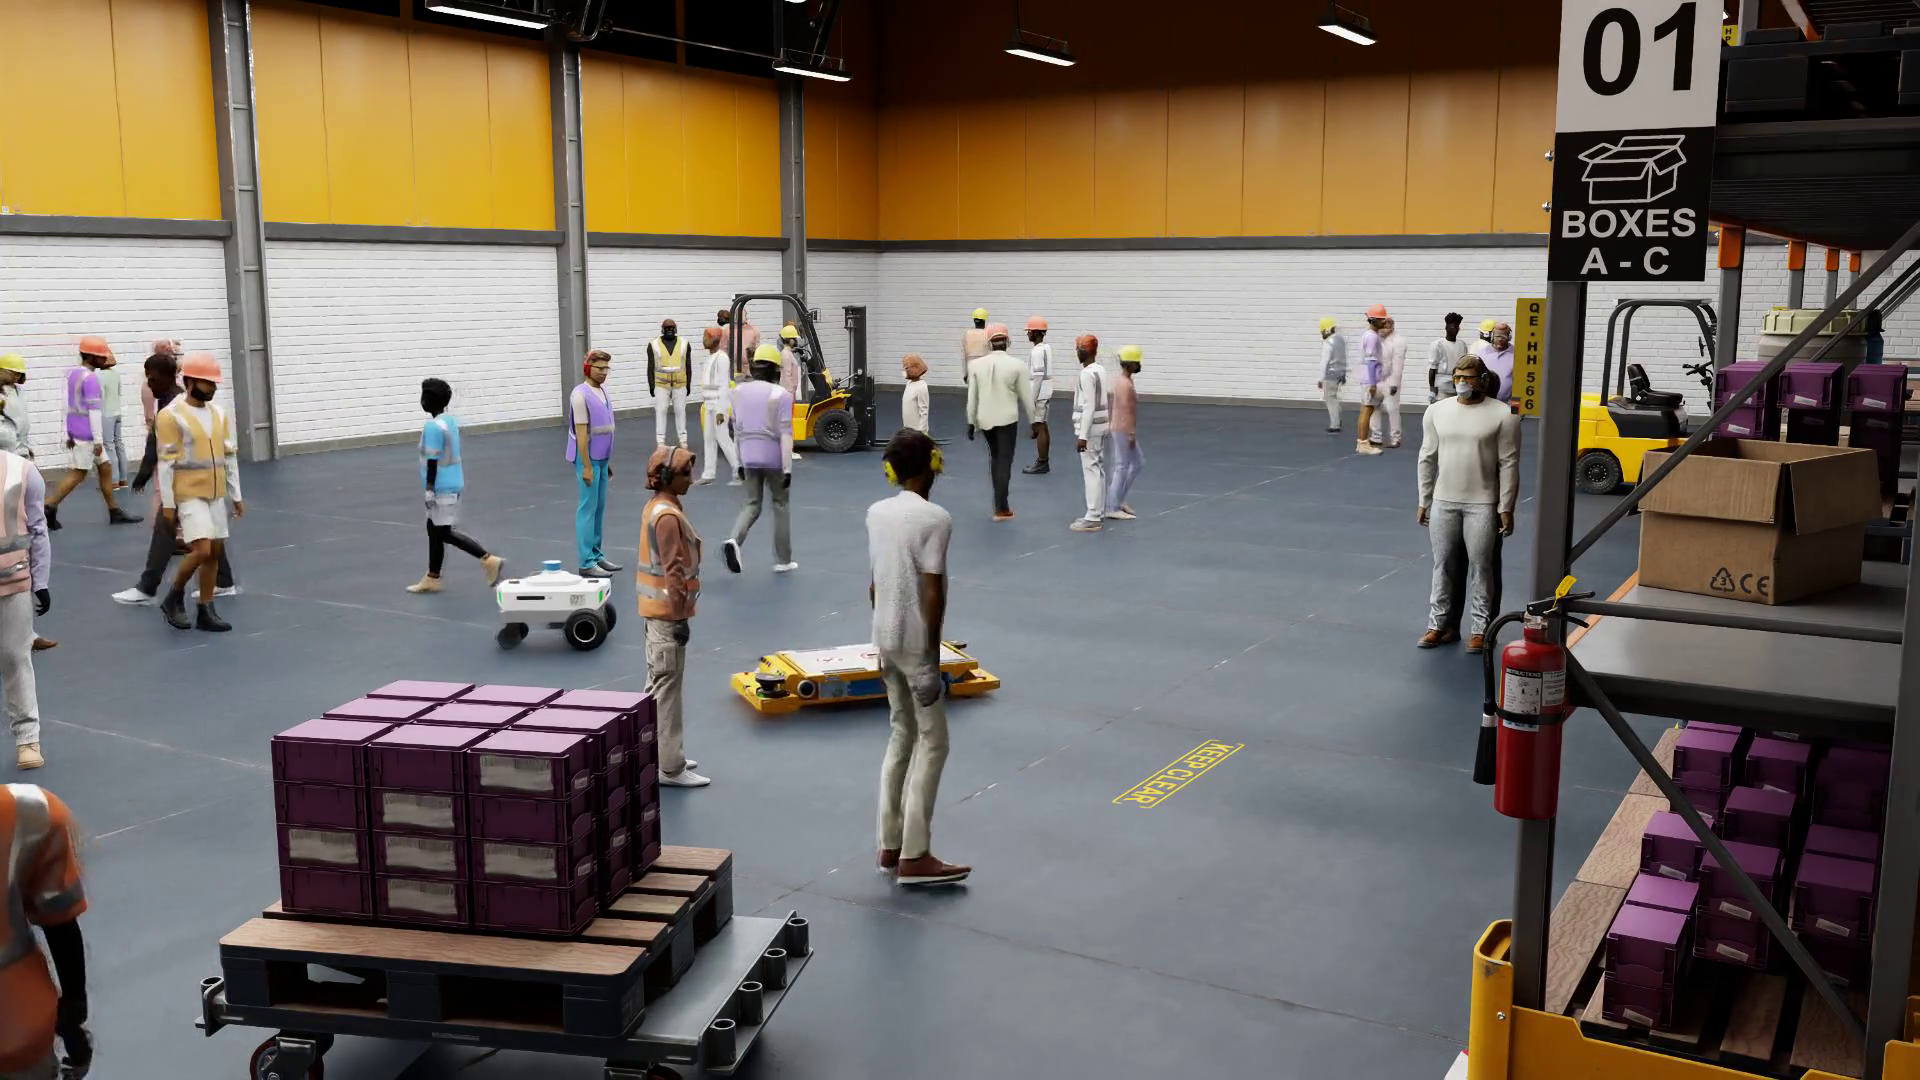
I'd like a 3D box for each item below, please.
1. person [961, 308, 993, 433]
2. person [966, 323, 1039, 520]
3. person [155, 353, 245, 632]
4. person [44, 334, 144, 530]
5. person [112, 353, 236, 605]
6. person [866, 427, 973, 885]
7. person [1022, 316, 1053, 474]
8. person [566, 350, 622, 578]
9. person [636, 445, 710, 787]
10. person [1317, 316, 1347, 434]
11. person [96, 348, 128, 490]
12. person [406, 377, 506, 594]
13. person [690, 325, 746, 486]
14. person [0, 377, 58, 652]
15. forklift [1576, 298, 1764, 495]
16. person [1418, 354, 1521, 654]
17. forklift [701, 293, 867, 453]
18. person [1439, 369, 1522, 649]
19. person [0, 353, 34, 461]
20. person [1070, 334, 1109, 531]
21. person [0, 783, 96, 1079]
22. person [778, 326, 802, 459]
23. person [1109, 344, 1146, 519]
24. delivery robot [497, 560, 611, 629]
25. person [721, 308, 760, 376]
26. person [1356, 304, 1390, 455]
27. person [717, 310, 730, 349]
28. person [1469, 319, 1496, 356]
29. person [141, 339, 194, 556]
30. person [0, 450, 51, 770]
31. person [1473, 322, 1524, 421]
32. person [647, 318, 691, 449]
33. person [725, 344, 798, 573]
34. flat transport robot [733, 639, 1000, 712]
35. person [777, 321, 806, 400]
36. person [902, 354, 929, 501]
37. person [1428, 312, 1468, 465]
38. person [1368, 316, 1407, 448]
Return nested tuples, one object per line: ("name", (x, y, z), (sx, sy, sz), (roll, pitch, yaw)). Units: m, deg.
("person", (0.298, -2.595, 25.569), (0.585, 1.927, 0.366), (4, 10, 24))
("person", (0.446, -1.193, 16.723), (0.686, 1.953, 0.721), (5, 10, 26))
("person", (-5.160, -0.310, 11.342), (0.410, 1.915, 0.547), (4, 10, 22))
("person", (-8.467, -1.030, 15.982), (0.944, 1.888, 0.593), (-7, 12, -38))
("person", (-5.901, -0.446, 12.348), (0.960, 1.860, 0.617), (-6, 11, -32))
("person", (-0.193, 0.463, 6.797), (0.461, 1.829, 0.619), (-7, 12, -39))
("person", (0.948, -1.777, 20.432), (0.359, 1.939, 0.543), (2, 9, 14))
("person", (-2.994, -0.624, 13.545), (0.391, 1.838, 0.563), (1, 9, 6))
("person", (-1.397, 0.363, 8.009), (0.312, 1.638, 0.512), (-3, 10, -18))
("person", (5.667, -2.507, 25.389), (0.440, 1.805, 0.625), (7, 11, 36))
("person", (-9.692, -1.382, 18.906), (0.278, 1.636, 0.506), (0, 9, -1))
("person", (-3.878, -0.405, 12.682), (0.716, 1.675, 0.536), (-1, 9, -6))
("person", (-2.789, -1.533, 19.176), (0.533, 1.893, 0.592), (-5, 10, -26))
("person", (-6.105, -0.125, 10.444), (0.523, 1.841, 0.855), (3, 10, 20))
("forklift", (7.954, -1.589, 18.462), (2.313, 2.155, 1.214), (5, 11, 30))
("person", (3.279, -0.235, 10.804), (0.636, 1.938, 0.358), (6, 11, 32))
("forklift", (-2.458, -2.344, 23.176), (2.313, 2.155, 1.214), (0, 9, -2))
("person", (3.398, -0.204, 10.911), (0.506, 1.843, 0.351), (7, 11, 36))
("person", (-8.600, -0.830, 15.155), (0.311, 1.735, 0.484), (0, 9, -2))
("person", (1.241, -1.024, 15.911), (0.357, 1.881, 0.574), (3, 10, 17))
("person", (-2.075, 1.071, 3.454), (0.432, 1.683, 0.543), (9, 13, 43))
("person", (-2.263, -1.957, 22.092), (0.310, 1.769, 0.523), (-1, 9, -7))
("person", (1.677, -1.070, 16.592), (0.425, 1.749, 0.555), (0, 9, 1))
("delivery robot", (-2.682, 0.379, 10.988), (0.707, 0.478, 0.477), (-1, 9, -4))
("person", (-3.563, -2.829, 27.081), (0.641, 1.913, 0.407), (-2, 9, -10))
("person", (5.608, -2.173, 22.578), (0.396, 2.042, 0.611), (2, 9, 9))
("person", (-4.007, -3.010, 28.430), (0.430, 1.845, 0.621), (3, 9, 16))
("person", (7.241, -2.132, 22.984), (0.403, 1.827, 0.601), (-1, 9, -6))
("person", (-6.802, -0.790, 14.413), (0.669, 1.887, 0.524), (9, 13, 43))
("person", (-4.816, 0.236, 8.171), (0.633, 1.843, 0.429), (-4, 10, -25))
("person", (6.149, -1.536, 19.047), (0.638, 1.903, 0.408), (3, 10, 20))
("person", (-4.051, -2.169, 23.214), (0.619, 1.835, 0.430), (-3, 9, -16))
("person", (-1.636, -0.646, 13.521), (0.590, 1.893, 0.705), (4, 10, 22))
("flat transport robot", (-0.549, 0.774, 9.698), (1.431, 0.197, 0.652), (-4, 10, -21))
("person", (-2.953, -3.018, 29.127), (0.509, 1.632, 0.266), (0, 9, -1))
("person", (-0.470, -1.099, 17.147), (0.282, 1.633, 0.499), (-4, 10, -21))
("person", (6.267, -1.938, 21.352), (0.613, 1.962, 0.362), (-4, 10, -26))
("person", (6.005, -2.238, 23.556), (0.398, 1.869, 0.759), (-4, 10, -23))
